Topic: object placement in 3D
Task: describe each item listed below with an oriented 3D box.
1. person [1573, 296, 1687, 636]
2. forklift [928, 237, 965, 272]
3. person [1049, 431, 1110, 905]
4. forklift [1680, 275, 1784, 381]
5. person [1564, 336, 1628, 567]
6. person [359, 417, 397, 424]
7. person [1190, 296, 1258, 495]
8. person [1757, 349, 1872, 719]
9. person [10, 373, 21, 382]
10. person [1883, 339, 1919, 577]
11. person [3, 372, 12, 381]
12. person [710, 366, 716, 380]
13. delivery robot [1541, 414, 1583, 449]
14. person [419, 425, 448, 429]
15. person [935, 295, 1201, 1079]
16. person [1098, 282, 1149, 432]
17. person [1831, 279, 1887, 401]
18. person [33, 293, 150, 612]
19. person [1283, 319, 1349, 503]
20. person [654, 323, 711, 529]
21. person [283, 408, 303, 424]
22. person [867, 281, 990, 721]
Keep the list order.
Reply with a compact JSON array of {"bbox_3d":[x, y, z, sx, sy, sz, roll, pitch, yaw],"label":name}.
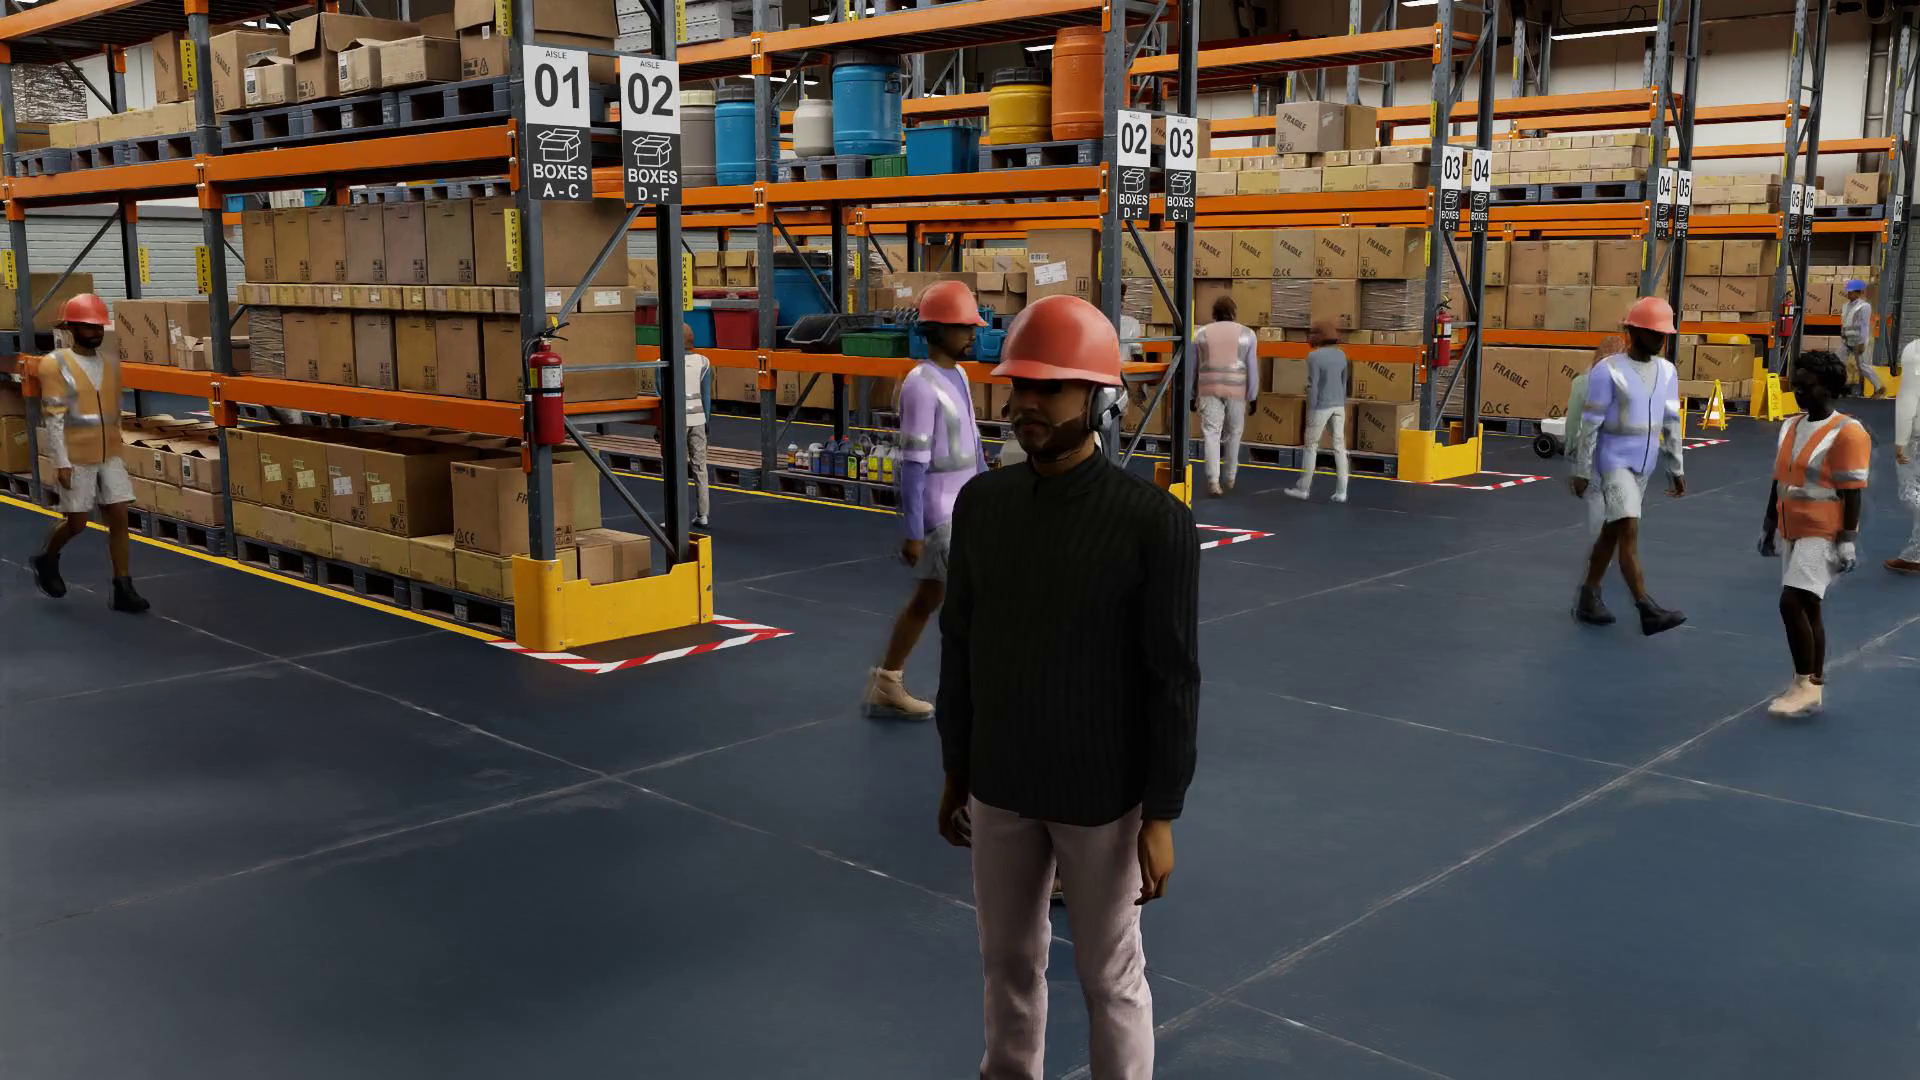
[{"bbox_3d":[3.841,-0.407,9.342,0.543,1.885,0.968,-4,10,-22],"label":"person"},{"bbox_3d":[-0.326,-5.817,39.609,1.129,2.768,1.873,9,13,43],"label":"forklift"},{"bbox_3d":[0.337,0.252,5.458,0.331,1.841,0.505,3,10,15],"label":"person"},{"bbox_3d":[12.480,-3.427,27.053,1.214,2.155,2.313,9,13,43],"label":"forklift"},{"bbox_3d":[4.469,-0.621,11.588,0.508,1.584,0.866,2,9,11],"label":"person"},{"bbox_3d":[-6.668,-1.884,18.712,0.872,1.796,0.609,4,10,24],"label":"person"},{"bbox_3d":[2.404,-1.327,15.265,0.648,1.797,0.941,2,9,10],"label":"person"},{"bbox_3d":[3.801,-0.019,7.566,0.496,1.680,0.552,-1,9,-5],"label":"person"},{"bbox_3d":[-13.888,-2.808,24.124,0.316,1.870,0.531,7,12,37],"label":"person"},{"bbox_3d":[6.444,-0.674,10.919,0.631,1.920,0.765,-2,9,-12],"label":"person"},{"bbox_3d":[-13.286,-2.631,22.891,0.591,1.919,0.392,3,10,20],"label":"person"},{"bbox_3d":[-3.240,-2.058,20.286,0.526,1.623,0.541,-7,12,-37],"label":"person"},{"bbox_3d":[6.720,-1.200,18.130,0.477,0.478,0.707,-8,12,-41],"label":"delivery robot"},{"bbox_3d":[-4.588,-1.235,14.332,0.627,1.910,1.032,-6,11,-34],"label":"person"},{"bbox_3d":[0.198,0.501,3.445,0.612,1.997,0.375,7,11,36],"label":"person"},{"bbox_3d":[1.488,-1.513,15.953,0.637,1.935,0.716,-4,10,-22],"label":"person"},{"bbox_3d":[13.984,-3.104,25.861,0.962,1.908,0.611,-1,9,-8],"label":"person"},{"bbox_3d":[-5.296,-0.527,10.025,0.773,1.915,0.546,5,11,29],"label":"person"},{"bbox_3d":[3.205,-1.148,14.793,0.527,1.598,0.675,-6,11,-33],"label":"person"},{"bbox_3d":[-2.181,-0.897,13.117,0.522,1.637,0.305,-9,13,-43],"label":"person"},{"bbox_3d":[-6.932,-1.633,17.188,0.908,1.795,0.599,6,11,33],"label":"person"},{"bbox_3d":[-0.031,-0.143,7.397,0.909,2.004,0.615,2,9,12],"label":"person"}]
